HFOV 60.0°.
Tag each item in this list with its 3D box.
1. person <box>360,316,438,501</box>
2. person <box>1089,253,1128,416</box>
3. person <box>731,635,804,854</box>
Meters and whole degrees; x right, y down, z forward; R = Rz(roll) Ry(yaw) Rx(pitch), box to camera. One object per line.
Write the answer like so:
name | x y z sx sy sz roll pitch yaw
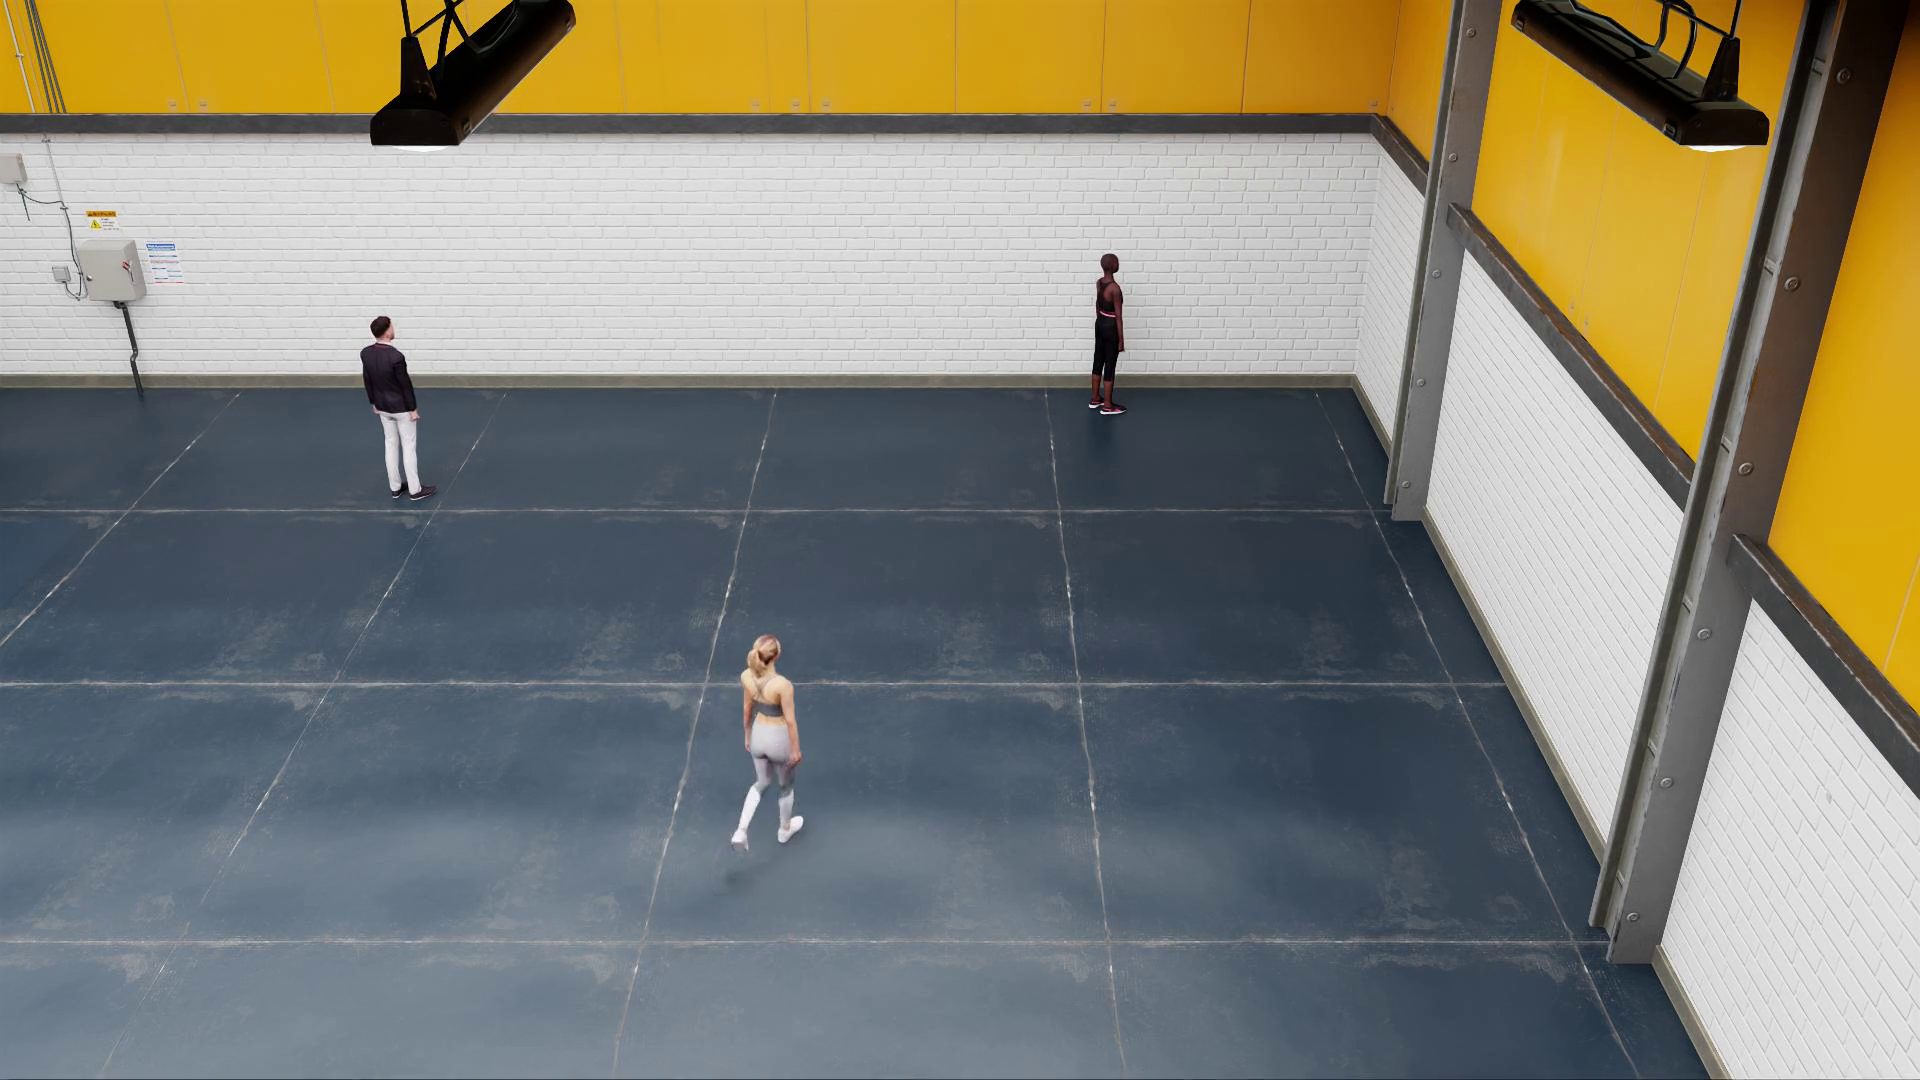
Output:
person | -5.397 -1.262 15.855 0.735 1.843 0.687 11 31 20
person | 1.558 -2.201 17.666 0.722 1.758 0.621 -16 32 -27
person | -1.304 1.410 11.122 0.831 1.685 1.002 15 32 25
